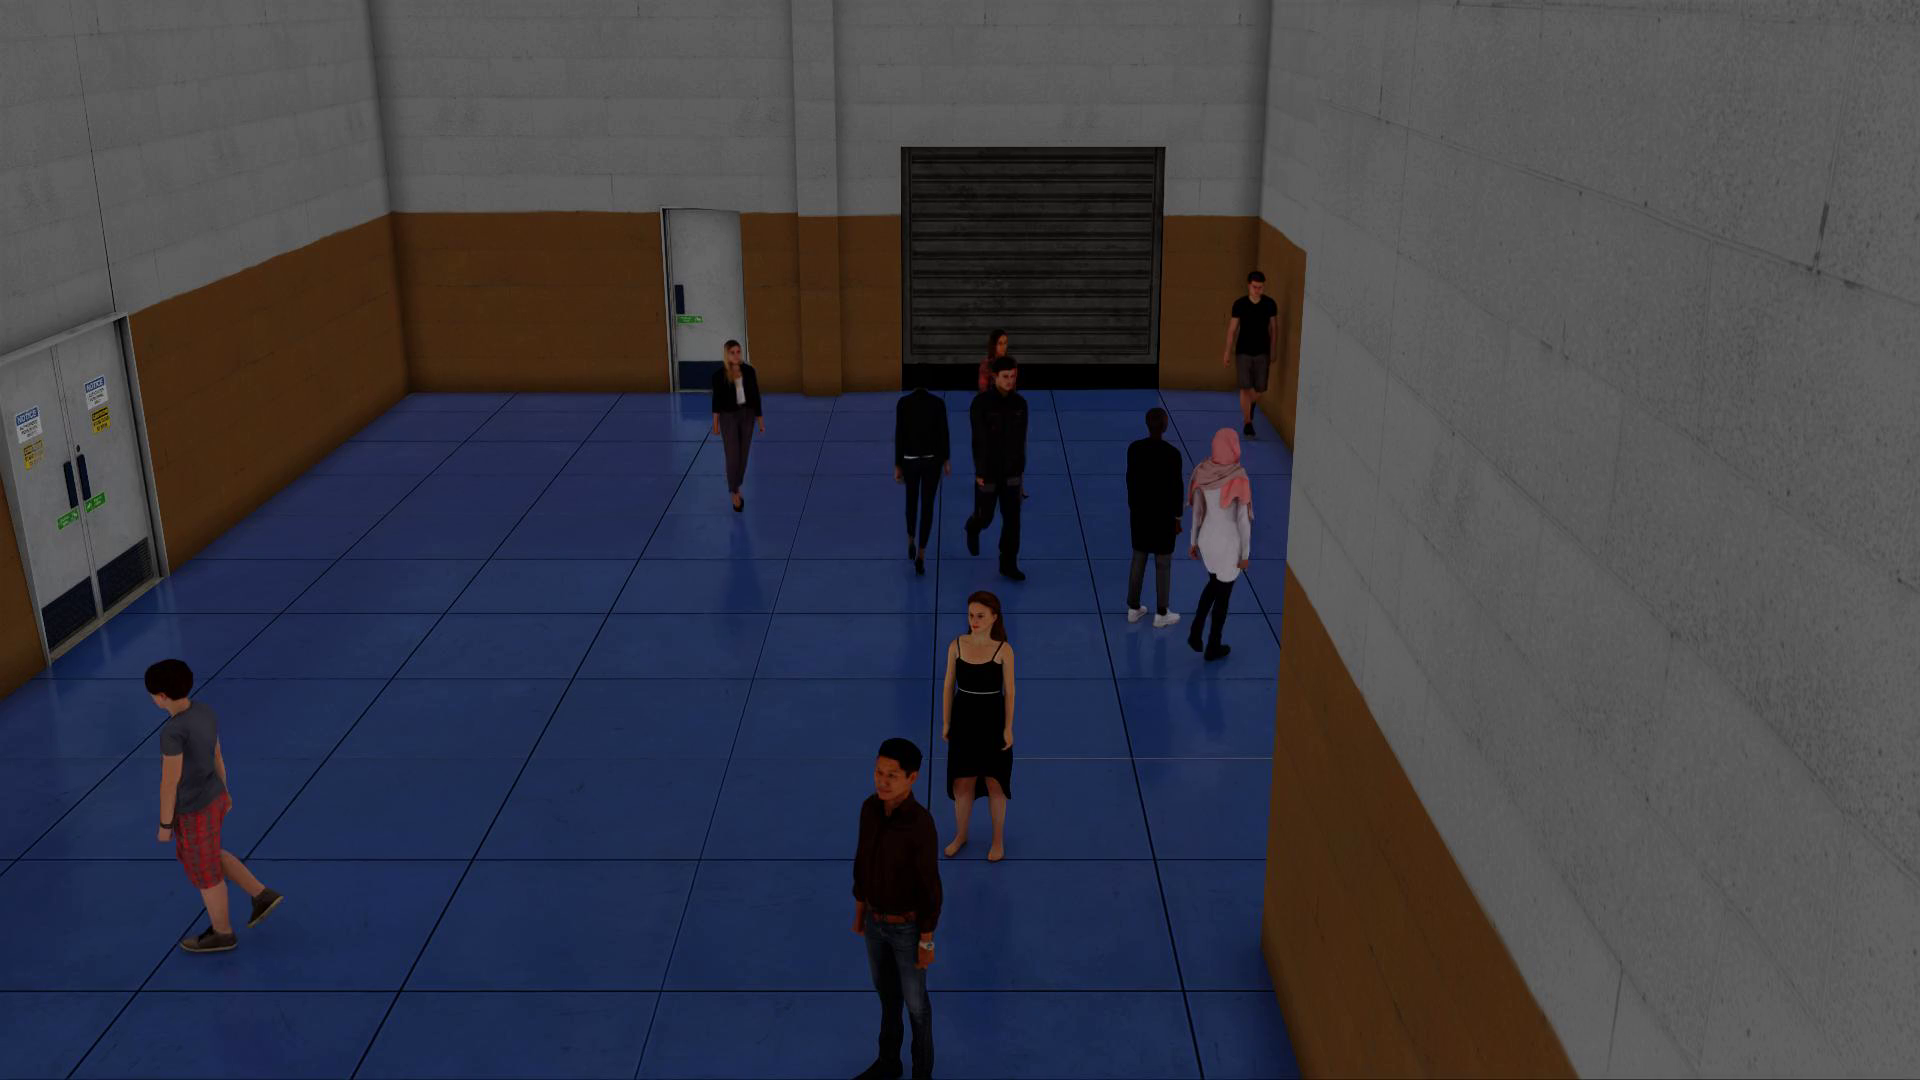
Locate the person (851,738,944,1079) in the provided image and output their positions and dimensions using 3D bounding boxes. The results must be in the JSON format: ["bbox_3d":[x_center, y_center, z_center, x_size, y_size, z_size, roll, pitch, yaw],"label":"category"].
[{"bbox_3d":[-0.271,1.703,7.446,0.705,1.783,0.767,17,25,42],"label":"person"}]

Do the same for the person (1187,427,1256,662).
[{"bbox_3d":[1.863,0.074,12.262,0.830,1.791,0.890,17,25,41],"label":"person"}]

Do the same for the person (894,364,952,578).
[{"bbox_3d":[-0.336,-0.564,14.112,0.719,1.819,0.730,4,19,11],"label":"person"}]

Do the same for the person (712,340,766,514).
[{"bbox_3d":[-2.187,-1.132,16.056,0.819,1.653,0.860,-12,22,-33],"label":"person"}]

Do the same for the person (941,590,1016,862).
[{"bbox_3d":[0.122,1.061,9.595,0.590,1.625,0.698,5,19,15],"label":"person"}]

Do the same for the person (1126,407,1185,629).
[{"bbox_3d":[1.514,-0.187,13.084,0.686,1.762,0.786,12,22,33],"label":"person"}]

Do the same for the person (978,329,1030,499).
[{"bbox_3d":[0.320,-1.220,16.327,1.133,1.647,1.034,-10,21,-27],"label":"person"}]

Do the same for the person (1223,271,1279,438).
[{"bbox_3d":[3.276,-2.080,18.577,1.050,1.838,0.879,2,19,6],"label":"person"}]

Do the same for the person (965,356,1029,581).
[{"bbox_3d":[0.278,-0.628,14.151,1.068,1.915,1.007,-9,20,-24],"label":"person"}]

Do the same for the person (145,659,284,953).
[{"bbox_3d":[-3.838,1.394,8.571,0.734,1.636,0.572,0,19,1],"label":"person"}]
